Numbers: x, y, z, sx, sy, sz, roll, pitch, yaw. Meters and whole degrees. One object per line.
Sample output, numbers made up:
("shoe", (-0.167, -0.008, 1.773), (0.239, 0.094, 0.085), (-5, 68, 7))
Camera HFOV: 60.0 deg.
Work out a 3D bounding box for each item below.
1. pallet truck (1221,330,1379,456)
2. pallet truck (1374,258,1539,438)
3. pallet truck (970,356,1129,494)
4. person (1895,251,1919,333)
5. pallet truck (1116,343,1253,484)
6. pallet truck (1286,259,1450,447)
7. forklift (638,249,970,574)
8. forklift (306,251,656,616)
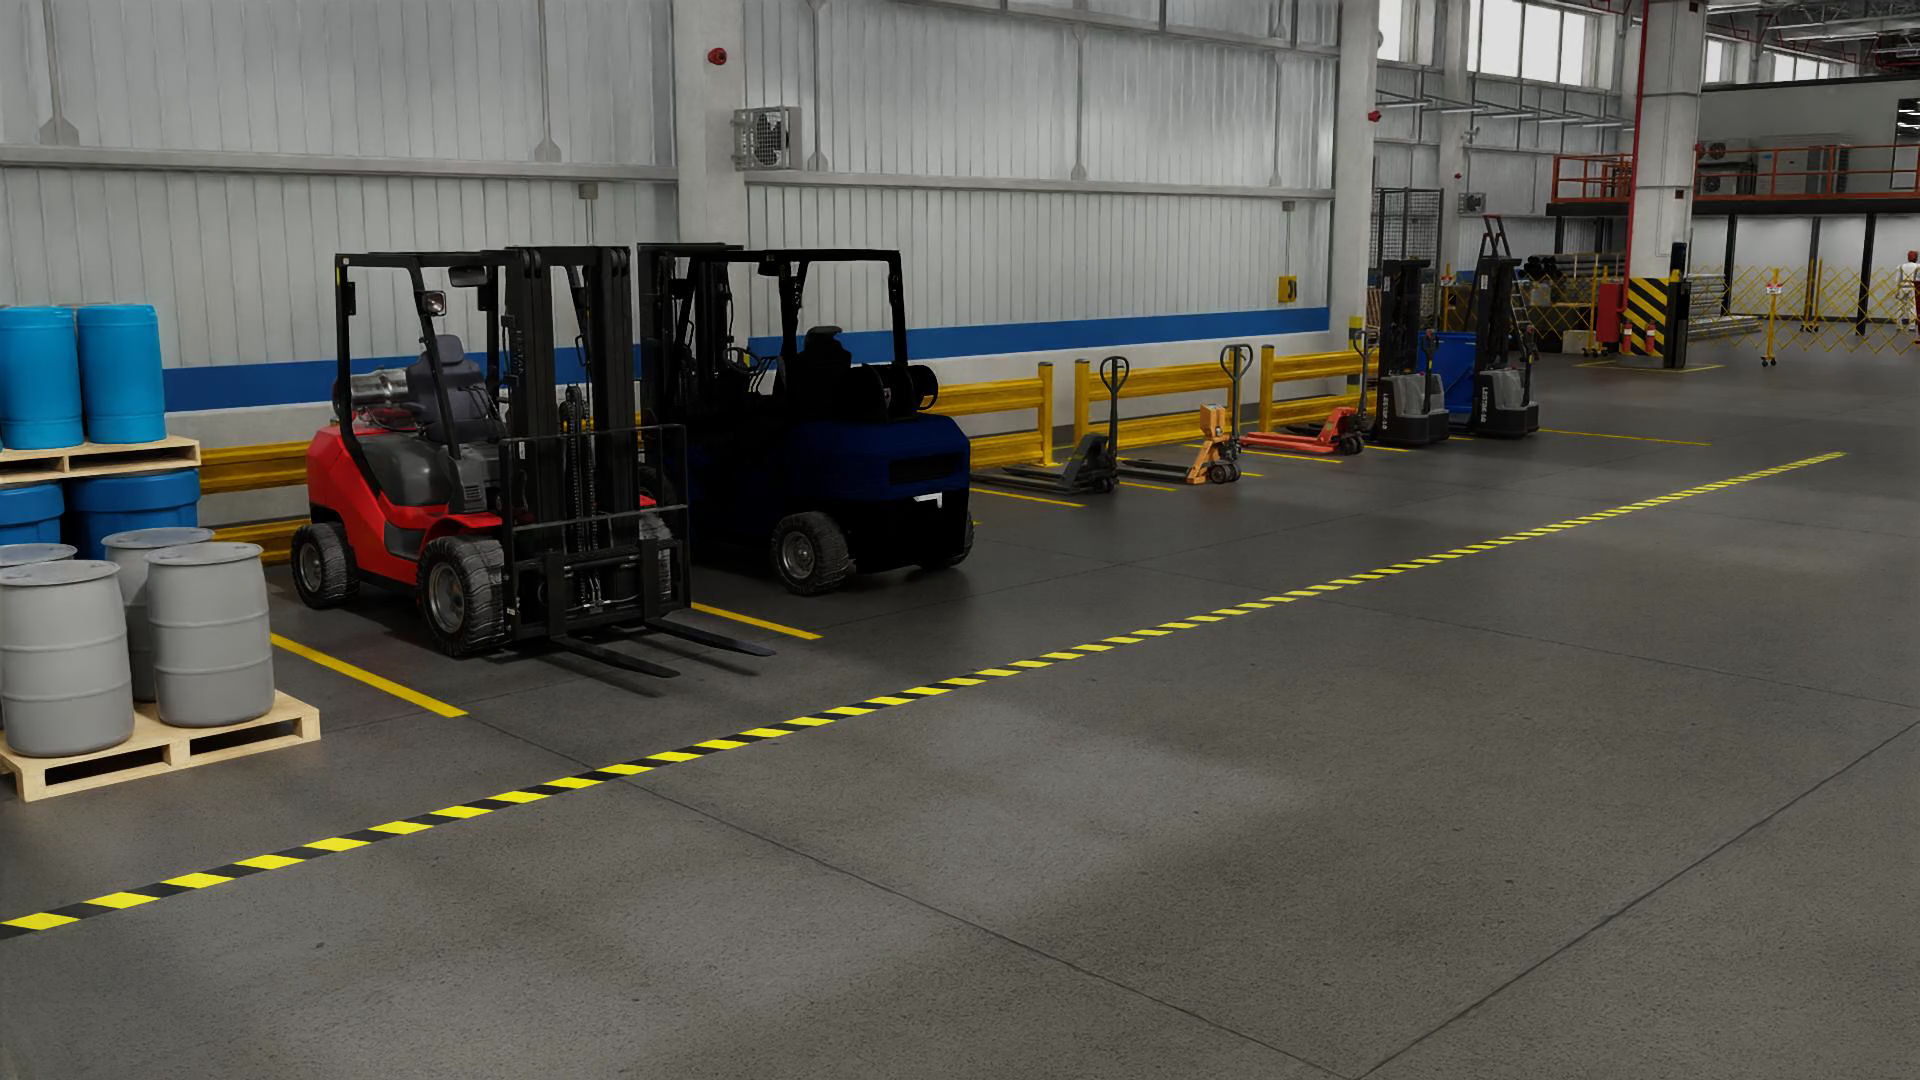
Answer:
("pallet truck", (3.563, -1.581, 17.381), (0.653, 1.274, 1.630), (-10, 14, -44))
("pallet truck", (5.704, -2.208, 18.901), (1.885, 1.965, 0.823), (10, 14, 43))
("pallet truck", (0.784, -1.085, 14.876), (0.680, 1.201, 1.601), (-10, 14, -44))
("person", (21.900, -5.723, 38.383), (0.362, 1.883, 0.575), (-9, 14, -41))
("pallet truck", (1.962, -1.215, 15.415), (1.522, 1.261, 0.704), (10, 14, 43))
("pallet truck", (4.493, -2.078, 18.196), (0.823, 1.965, 1.885), (-9, 14, -40))
("forklift", (-1.173, -0.958, 11.239), (2.680, 1.987, 1.157), (10, 14, 43))
("forklift", (-2.833, -0.669, 9.694), (1.157, 1.987, 2.680), (-10, 14, -44))
